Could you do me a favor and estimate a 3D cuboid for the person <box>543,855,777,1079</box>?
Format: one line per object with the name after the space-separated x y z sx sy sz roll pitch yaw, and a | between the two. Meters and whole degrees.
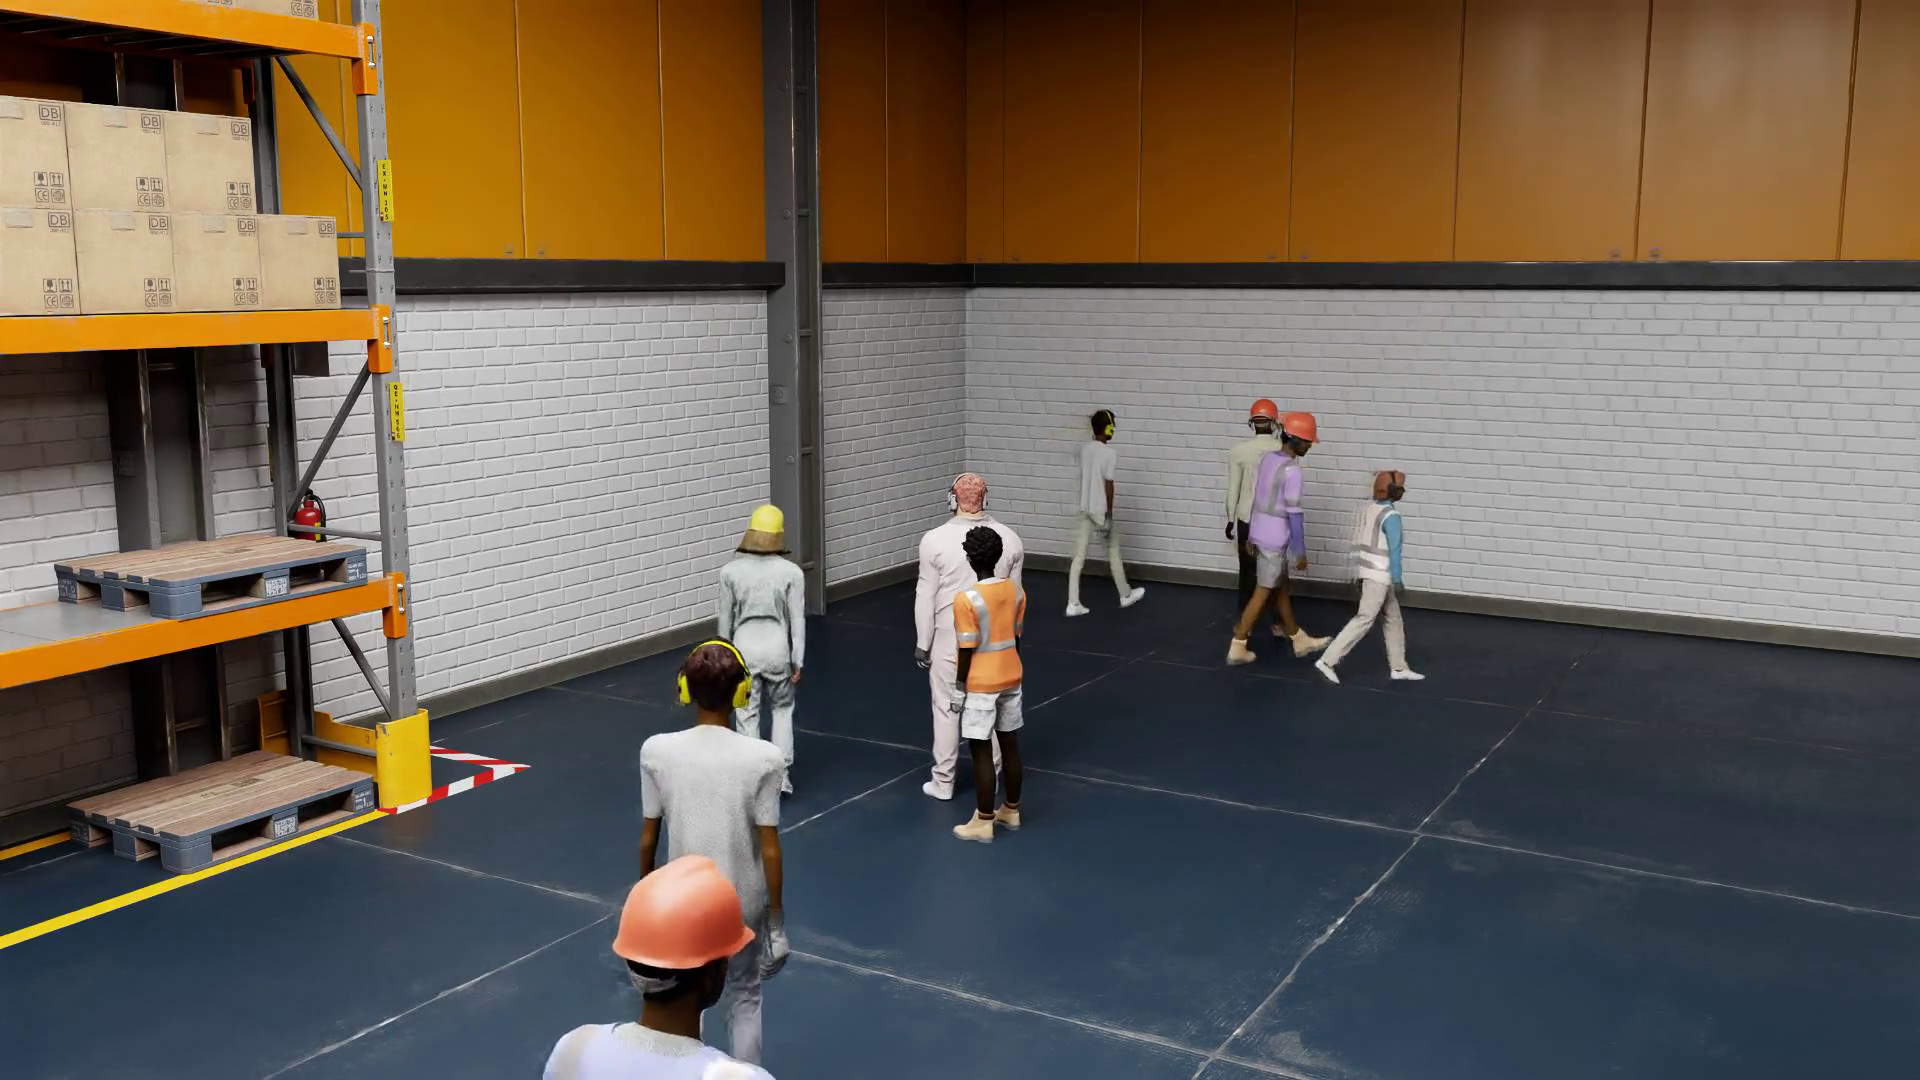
-0.572 1.568 3.323 0.562 1.893 0.998 5 10 29 | person

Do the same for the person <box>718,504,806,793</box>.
-1.131 0.660 9.480 0.504 1.720 0.452 -1 9 -4 | person

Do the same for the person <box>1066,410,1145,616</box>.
1.264 -0.255 14.884 0.538 1.819 0.961 9 13 44 | person

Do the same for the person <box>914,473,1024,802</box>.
0.041 0.559 9.596 0.654 1.897 0.403 -4 10 -22 | person

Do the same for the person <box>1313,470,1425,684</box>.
3.025 0.275 12.267 0.831 1.602 0.499 0 9 1 | person

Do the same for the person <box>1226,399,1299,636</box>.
2.526 -0.184 13.918 0.622 1.990 0.388 0 9 -1 | person

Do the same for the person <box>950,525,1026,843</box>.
0.147 0.766 8.900 0.322 1.699 0.536 8 12 40 | person

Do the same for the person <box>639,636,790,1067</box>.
-0.832 1.243 5.510 0.525 1.843 0.853 1 9 5 | person

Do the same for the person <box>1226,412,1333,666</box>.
2.471 -0.004 12.836 0.904 1.976 0.712 -2 9 -13 | person
